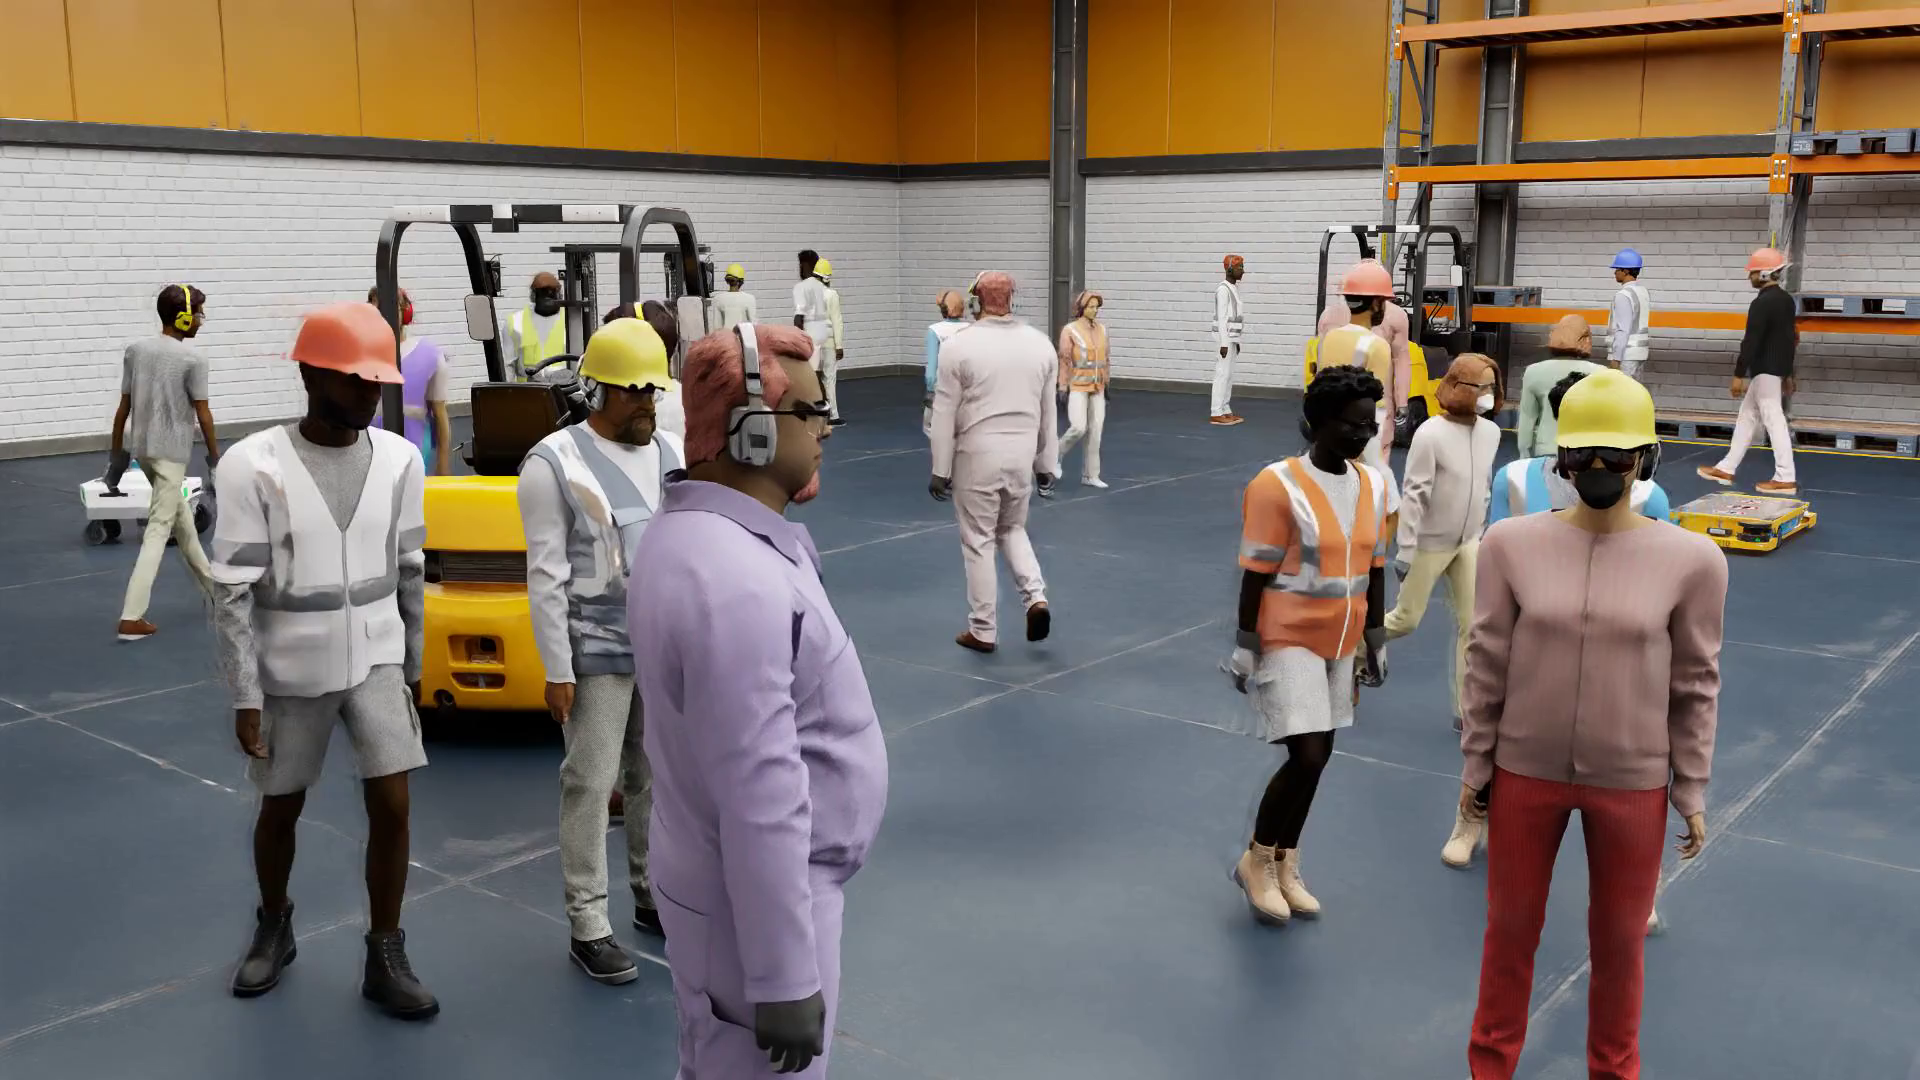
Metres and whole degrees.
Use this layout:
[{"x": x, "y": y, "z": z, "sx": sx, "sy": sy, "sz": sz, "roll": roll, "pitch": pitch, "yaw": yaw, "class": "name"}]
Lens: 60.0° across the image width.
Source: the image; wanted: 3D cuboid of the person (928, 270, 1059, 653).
[{"x": 0.171, "y": -0.373, "z": 8.188, "sx": 0.659, "sy": 1.894, "sz": 0.459, "roll": -6, "pitch": 12, "yaw": -30, "class": "person"}]

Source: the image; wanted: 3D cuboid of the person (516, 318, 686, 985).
[{"x": -0.928, "y": 0.297, "z": 4.650, "sx": 0.403, "sy": 1.826, "sz": 0.586, "roll": 7, "pitch": 13, "yaw": 36, "class": "person"}]

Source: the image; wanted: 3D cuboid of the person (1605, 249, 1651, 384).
[{"x": 6.161, "y": -1.706, "z": 15.407, "sx": 0.400, "sy": 1.949, "sz": 0.605, "roll": 8, "pitch": 13, "yaw": 39, "class": "person"}]

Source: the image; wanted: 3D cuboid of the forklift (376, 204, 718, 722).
[{"x": -1.766, "y": -0.406, "z": 7.525, "sx": 1.214, "sy": 2.155, "sz": 2.313, "roll": 1, "pitch": 10, "yaw": 7, "class": "forklift"}]

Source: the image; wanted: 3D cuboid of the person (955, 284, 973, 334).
[{"x": 0.217, "y": -0.994, "z": 12.001, "sx": 0.532, "sy": 1.756, "sz": 0.520, "roll": -6, "pitch": 12, "yaw": -30, "class": "person"}]

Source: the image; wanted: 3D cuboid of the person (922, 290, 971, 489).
[{"x": -0.084, "y": -1.207, "z": 13.516, "sx": 0.541, "sy": 1.624, "sz": 0.372, "roll": -8, "pitch": 13, "yaw": -37, "class": "person"}]

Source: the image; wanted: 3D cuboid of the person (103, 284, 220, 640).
[{"x": -4.129, "y": -0.425, "z": 8.714, "sx": 0.593, "sy": 1.797, "sz": 0.982, "roll": 4, "pitch": 11, "yaw": 21, "class": "person"}]

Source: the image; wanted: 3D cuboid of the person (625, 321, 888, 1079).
[{"x": -0.321, "y": 0.600, "z": 2.748, "sx": 0.409, "sy": 1.908, "sz": 0.639, "roll": -3, "pitch": 11, "yaw": -17, "class": "person"}]

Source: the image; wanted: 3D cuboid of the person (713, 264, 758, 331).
[{"x": -2.515, "y": -2.215, "z": 18.732, "sx": 0.523, "sy": 1.769, "sz": 0.320, "roll": 2, "pitch": 10, "yaw": 12, "class": "person"}]

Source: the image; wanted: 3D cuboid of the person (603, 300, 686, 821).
[{"x": -1.041, "y": 0.104, "z": 5.704, "sx": 0.830, "sy": 1.827, "sz": 0.563, "roll": 5, "pitch": 11, "yaw": 26, "class": "person"}]

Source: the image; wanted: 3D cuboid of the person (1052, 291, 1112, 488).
[{"x": 1.011, "y": -1.240, "z": 13.730, "sx": 0.520, "sy": 1.627, "sz": 0.459, "roll": -8, "pitch": 13, "yaw": -39, "class": "person"}]

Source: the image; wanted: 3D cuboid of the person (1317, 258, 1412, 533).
[{"x": 2.800, "y": -0.984, "z": 11.509, "sx": 0.651, "sy": 1.913, "sz": 0.410, "roll": 6, "pitch": 12, "yaw": 30, "class": "person"}]

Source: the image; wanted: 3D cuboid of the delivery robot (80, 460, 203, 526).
[{"x": -5.522, "y": -0.301, "z": 11.226, "sx": 0.707, "sy": 0.478, "sz": 0.477, "roll": -1, "pitch": 10, "yaw": -7, "class": "delivery robot"}]

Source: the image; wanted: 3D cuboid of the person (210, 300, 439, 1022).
[{"x": -1.692, "y": 0.316, "z": 4.401, "sx": 0.565, "sy": 1.885, "sz": 0.706, "roll": -9, "pitch": 13, "yaw": -40, "class": "person"}]

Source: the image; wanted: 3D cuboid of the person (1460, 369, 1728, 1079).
[{"x": 1.349, "y": 0.514, "z": 3.609, "sx": 0.524, "sy": 1.769, "sz": 0.315, "roll": 4, "pitch": 11, "yaw": 22, "class": "person"}]

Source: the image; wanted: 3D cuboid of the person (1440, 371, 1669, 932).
[{"x": 1.875, "y": 0.305, "z": 5.107, "sx": 0.721, "sy": 1.652, "sz": 0.469, "roll": 7, "pitch": 12, "yaw": 32, "class": "person"}]

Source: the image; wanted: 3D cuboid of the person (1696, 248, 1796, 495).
[{"x": 6.417, "y": -1.370, "z": 13.496, "sx": 0.958, "sy": 1.954, "sz": 0.639, "roll": 10, "pitch": 14, "yaw": 44, "class": "person"}]

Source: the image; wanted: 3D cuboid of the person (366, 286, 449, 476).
[{"x": -2.974, "y": -0.459, "z": 8.859, "sx": 0.575, "sy": 1.822, "sz": 0.814, "roll": 1, "pitch": 10, "yaw": 8, "class": "person"}]

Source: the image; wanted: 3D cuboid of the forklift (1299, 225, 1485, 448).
[{"x": 4.449, "y": -2.115, "z": 16.993, "sx": 1.214, "sy": 2.155, "sz": 2.313, "roll": 8, "pitch": 13, "yaw": 38, "class": "forklift"}]

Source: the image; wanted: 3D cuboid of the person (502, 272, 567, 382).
[{"x": -2.918, "y": -0.970, "z": 11.726, "sx": 0.636, "sy": 1.808, "sz": 0.821, "roll": -1, "pitch": 10, "yaw": -3, "class": "person"}]

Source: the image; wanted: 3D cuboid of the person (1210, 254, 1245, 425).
[{"x": 2.969, "y": -2.211, "z": 18.422, "sx": 0.352, "sy": 1.879, "sz": 0.568, "roll": 4, "pitch": 11, "yaw": 21, "class": "person"}]

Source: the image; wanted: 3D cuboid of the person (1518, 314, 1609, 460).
[{"x": 3.472, "y": -0.475, "z": 9.507, "sx": 0.506, "sy": 1.620, "sz": 0.430, "roll": 10, "pitch": 14, "yaw": 43, "class": "person"}]

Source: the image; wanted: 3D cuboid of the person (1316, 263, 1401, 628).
[{"x": 2.047, "y": -0.457, "z": 8.585, "sx": 0.527, "sy": 1.919, "sz": 0.556, "roll": -6, "pitch": 12, "yaw": -28, "class": "person"}]

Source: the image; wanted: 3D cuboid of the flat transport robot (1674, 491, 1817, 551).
[{"x": 5.356, "y": -0.143, "z": 11.397, "sx": 0.652, "sy": 0.197, "sz": 1.431, "roll": 8, "pitch": 13, "yaw": 38, "class": "flat transport robot"}]

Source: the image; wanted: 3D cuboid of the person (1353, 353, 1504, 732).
[{"x": 1.937, "y": 0.003, "z": 6.915, "sx": 0.512, "sy": 1.595, "sz": 0.809, "roll": -6, "pitch": 12, "yaw": -31, "class": "person"}]

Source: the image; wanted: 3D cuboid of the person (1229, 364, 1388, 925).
[{"x": 1.051, "y": 0.317, "z": 4.938, "sx": 0.552, "sy": 1.671, "sz": 0.405, "roll": -7, "pitch": 12, "yaw": -34, "class": "person"}]

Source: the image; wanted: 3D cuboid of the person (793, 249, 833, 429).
[{"x": -1.568, "y": -2.163, "z": 17.991, "sx": 0.463, "sy": 1.929, "sz": 0.662, "roll": 4, "pitch": 11, "yaw": 23, "class": "person"}]

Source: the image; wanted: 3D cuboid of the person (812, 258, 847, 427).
[{"x": -1.509, "y": -2.148, "z": 18.171, "sx": 0.587, "sy": 1.835, "sz": 0.404, "roll": 6, "pitch": 12, "yaw": 32, "class": "person"}]
